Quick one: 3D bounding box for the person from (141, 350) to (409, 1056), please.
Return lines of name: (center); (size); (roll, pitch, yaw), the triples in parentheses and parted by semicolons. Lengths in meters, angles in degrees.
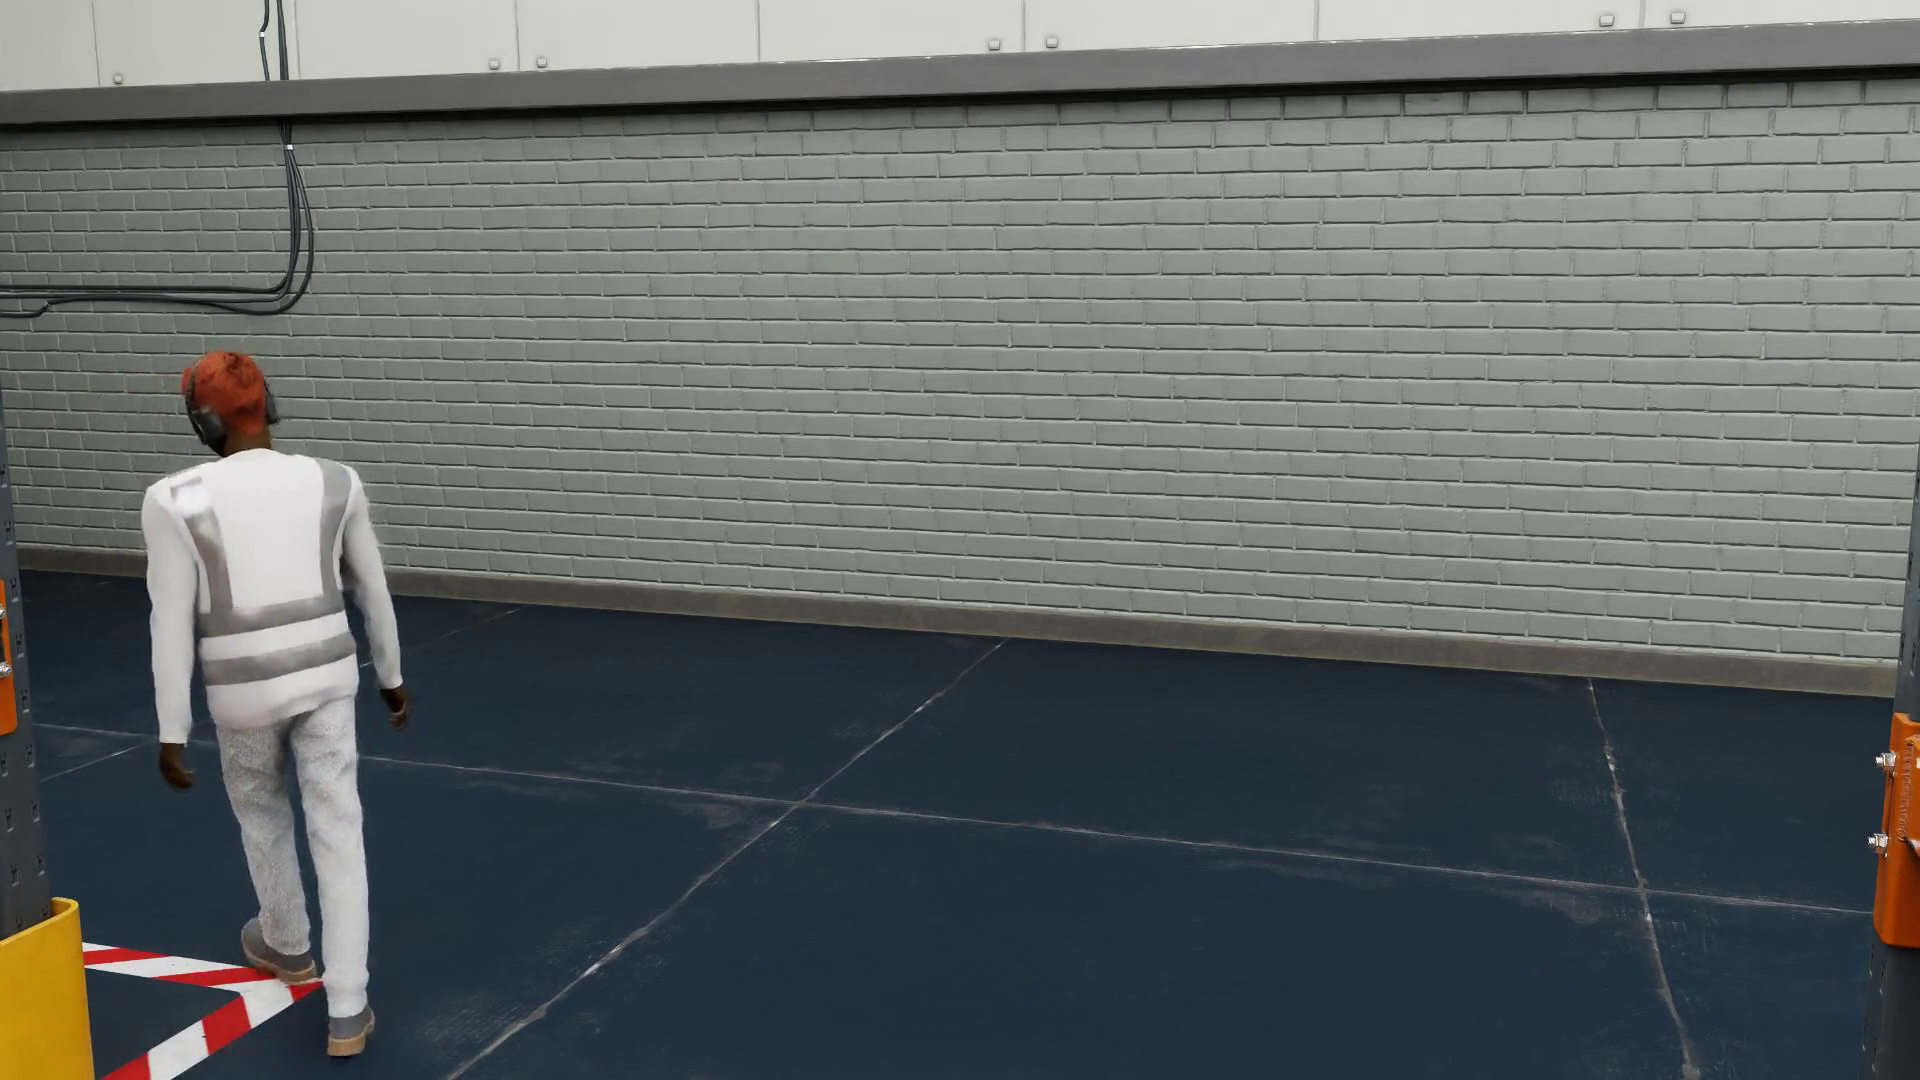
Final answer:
person: (-1.833, 0.407, 4.511); (0.675, 1.827, 0.909); (-7, 12, -35)
